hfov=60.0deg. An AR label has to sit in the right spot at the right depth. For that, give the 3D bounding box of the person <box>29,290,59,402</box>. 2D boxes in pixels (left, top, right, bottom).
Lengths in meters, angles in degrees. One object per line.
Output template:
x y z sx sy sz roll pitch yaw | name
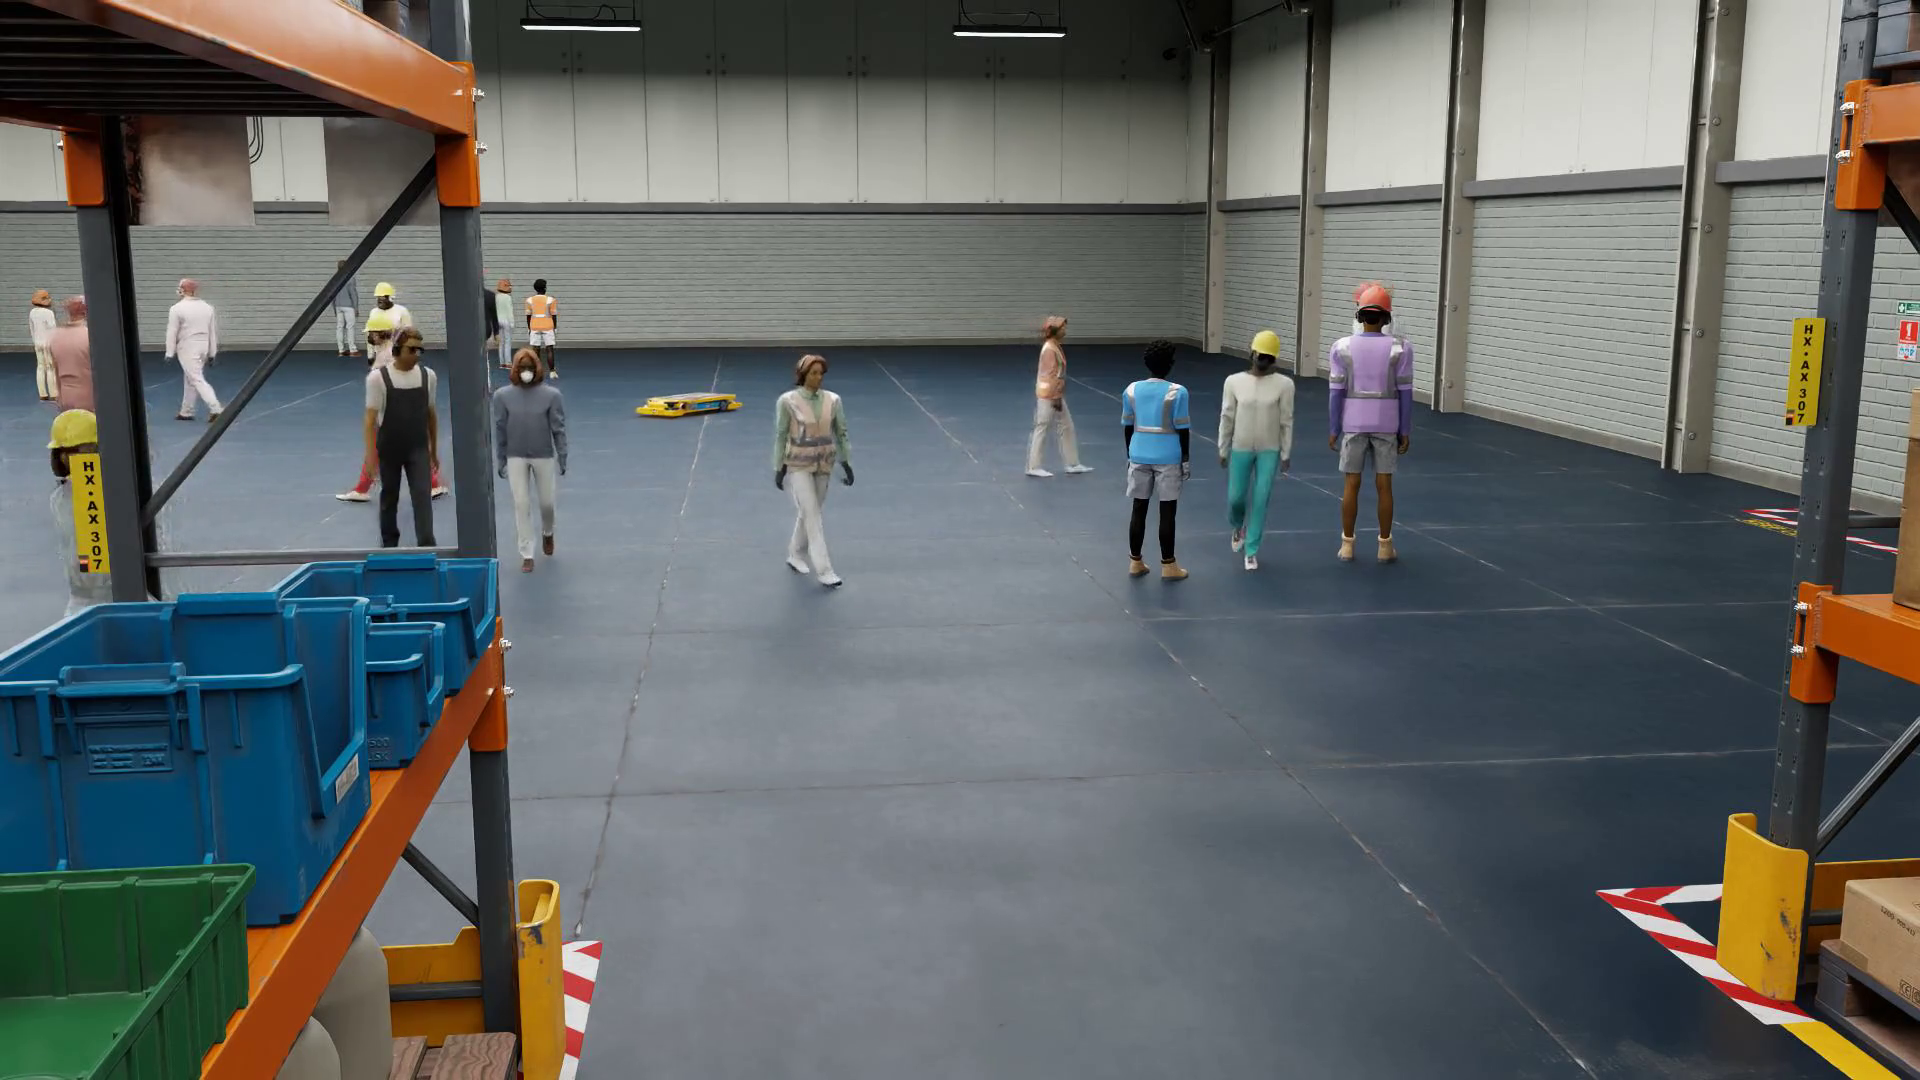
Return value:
-13.346 -2.829 24.301 0.500 1.633 0.280 5 11 25 | person

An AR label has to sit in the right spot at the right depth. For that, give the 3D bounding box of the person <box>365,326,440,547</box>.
-3.941 -0.623 11.798 0.555 1.775 0.986 -7 12 -33 | person

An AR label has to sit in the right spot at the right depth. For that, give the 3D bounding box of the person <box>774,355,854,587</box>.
-1.023 -0.500 11.643 0.536 1.587 0.883 -7 12 -34 | person

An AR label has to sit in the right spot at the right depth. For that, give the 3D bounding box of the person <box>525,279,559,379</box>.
-7.082 -3.570 28.176 0.536 1.699 0.321 0 10 -1 | person

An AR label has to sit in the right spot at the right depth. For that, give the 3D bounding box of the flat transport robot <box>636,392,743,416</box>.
-3.692 -1.870 22.778 0.652 0.197 1.431 7 12 33 | flat transport robot

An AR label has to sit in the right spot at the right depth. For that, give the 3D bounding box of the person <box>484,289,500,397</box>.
-7.138 -3.038 24.487 0.650 1.976 0.475 -8 13 -37 | person

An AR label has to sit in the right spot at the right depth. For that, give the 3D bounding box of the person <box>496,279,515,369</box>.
-8.308 -3.954 30.464 0.278 1.633 0.507 -9 14 -41 | person

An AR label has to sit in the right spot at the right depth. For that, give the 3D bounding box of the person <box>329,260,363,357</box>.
-12.358 -4.650 33.443 0.627 1.941 0.371 4 11 19 | person

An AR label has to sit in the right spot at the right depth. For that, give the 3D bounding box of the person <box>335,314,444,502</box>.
-5.173 -1.185 15.069 0.925 1.719 0.529 -6 12 -30 | person

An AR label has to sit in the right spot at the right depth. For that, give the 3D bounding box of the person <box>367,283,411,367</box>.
-7.453 -2.421 21.567 0.616 1.809 0.618 4 11 19 | person

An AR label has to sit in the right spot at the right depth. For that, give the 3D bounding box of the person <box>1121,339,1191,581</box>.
1.387 -0.559 11.681 0.540 1.696 0.316 7 13 35 | person

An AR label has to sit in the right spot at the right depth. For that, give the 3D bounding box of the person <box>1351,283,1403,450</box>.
4.662 -1.913 18.572 0.604 1.897 0.762 -3 11 -18 | person

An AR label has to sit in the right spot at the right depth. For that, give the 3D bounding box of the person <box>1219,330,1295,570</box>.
2.164 -0.666 12.151 0.532 1.743 0.477 2 11 13 | person

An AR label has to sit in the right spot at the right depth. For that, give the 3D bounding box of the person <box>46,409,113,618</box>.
-3.648 0.262 7.191 0.487 1.693 0.927 1 10 7 | person

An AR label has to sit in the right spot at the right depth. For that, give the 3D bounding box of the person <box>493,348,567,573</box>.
-3.128 -0.602 12.141 0.509 1.615 0.624 -2 11 -12 | person

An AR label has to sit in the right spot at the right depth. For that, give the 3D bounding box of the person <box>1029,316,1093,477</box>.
1.030 -1.422 16.640 0.733 1.610 0.537 2 11 13 | person

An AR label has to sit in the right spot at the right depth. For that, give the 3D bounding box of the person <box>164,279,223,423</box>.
-9.950 -2.446 21.595 0.971 1.867 0.653 4 11 19 | person

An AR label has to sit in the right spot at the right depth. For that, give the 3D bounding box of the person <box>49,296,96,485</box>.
-7.771 -1.210 14.722 0.662 1.886 0.543 5 11 25 | person

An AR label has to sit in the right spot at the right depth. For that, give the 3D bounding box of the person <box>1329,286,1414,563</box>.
3.027 -0.844 12.295 0.606 2.044 0.373 3 11 15 | person
